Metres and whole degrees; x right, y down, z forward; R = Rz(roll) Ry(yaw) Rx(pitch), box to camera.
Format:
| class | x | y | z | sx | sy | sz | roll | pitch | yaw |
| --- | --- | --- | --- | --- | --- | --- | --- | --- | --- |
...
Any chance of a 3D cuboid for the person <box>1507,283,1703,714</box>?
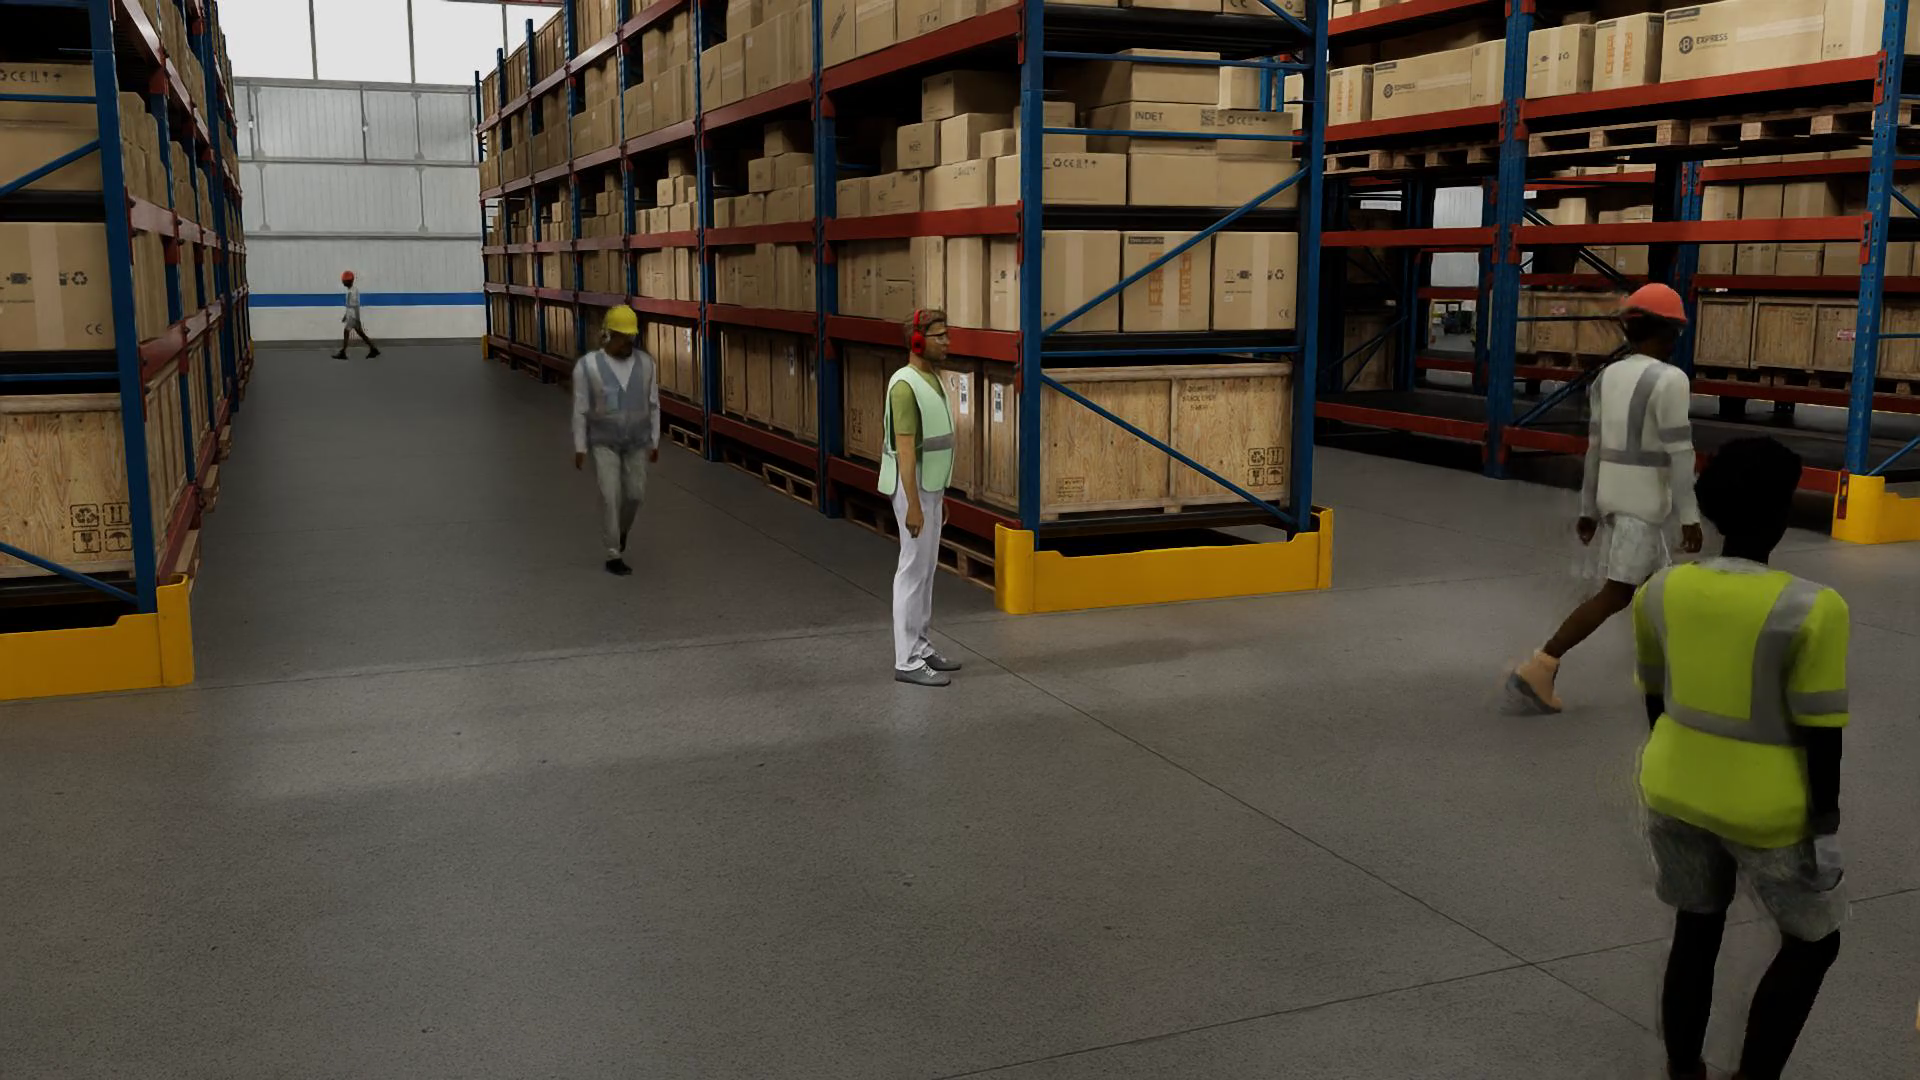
| class | x | y | z | sx | sy | sz | roll | pitch | yaw |
| --- | --- | --- | --- | --- | --- | --- | --- | --- | --- |
| person | 3.018 | -0.171 | 7.607 | 1.024 | 1.996 | 0.600 | -1 | 10 | -5 |

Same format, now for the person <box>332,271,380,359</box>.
| class | x | y | z | sx | sy | sz | roll | pitch | yaw |
| --- | --- | --- | --- | --- | --- | --- | --- | --- | --- |
| person | -13.016 | -4.834 | 35.800 | 0.991 | 1.896 | 0.558 | -4 | 10 | -22 |

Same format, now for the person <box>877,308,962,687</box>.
| class | x | y | z | sx | sy | sz | roll | pitch | yaw |
| --- | --- | --- | --- | --- | --- | --- | --- | --- | --- |
| person | -0.201 | -0.216 | 8.236 | 0.390 | 1.850 | 0.565 | 2 | 10 | 11 |

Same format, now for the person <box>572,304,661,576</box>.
| class | x | y | z | sx | sy | sz | roll | pitch | yaw |
| --- | --- | --- | --- | --- | --- | --- | --- | --- | --- |
| person | -2.325 | -0.688 | 11.199 | 0.623 | 1.807 | 0.616 | -6 | 11 | -31 |

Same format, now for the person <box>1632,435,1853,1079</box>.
| class | x | y | z | sx | sy | sz | roll | pitch | yaw |
| --- | --- | --- | --- | --- | --- | --- | --- | --- | --- |
| person | 1.776 | 0.600 | 3.807 | 0.353 | 1.686 | 0.551 | -5 | 11 | -30 |
